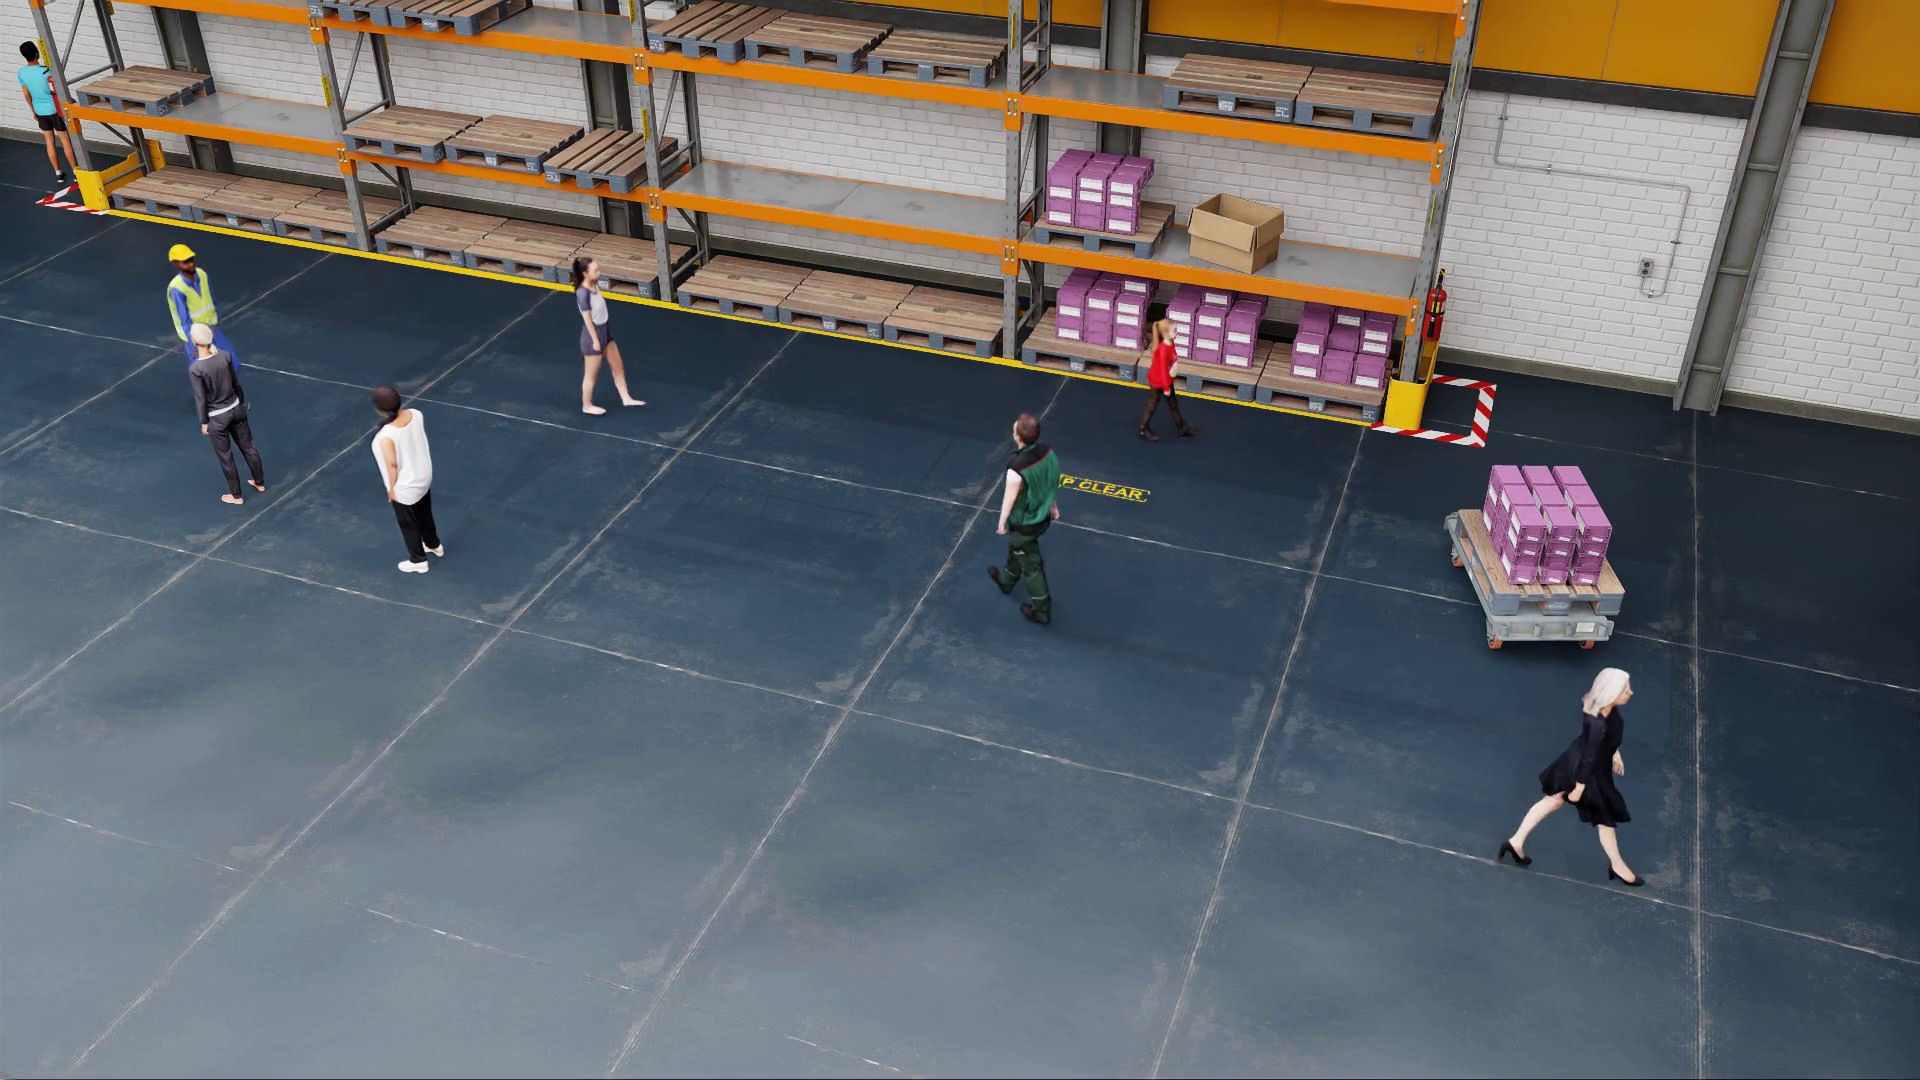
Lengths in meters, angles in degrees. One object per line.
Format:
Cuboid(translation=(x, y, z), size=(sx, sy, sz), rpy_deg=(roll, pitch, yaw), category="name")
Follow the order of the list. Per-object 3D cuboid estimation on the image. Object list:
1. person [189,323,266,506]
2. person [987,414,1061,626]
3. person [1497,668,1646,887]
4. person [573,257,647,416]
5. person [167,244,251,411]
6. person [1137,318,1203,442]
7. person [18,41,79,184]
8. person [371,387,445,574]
Cuboid(translation=(-6.460, -1.126, 14.574), size=(0.586, 1.724, 0.641), rpy_deg=(19, 38, 26), category="person")
Cuboid(translation=(0.594, -0.133, 13.001), size=(1.095, 1.812, 0.891), rpy_deg=(26, 41, 33), category="person")
Cuboid(translation=(3.913, 1.503, 10.645), size=(1.162, 1.694, 0.636), rpy_deg=(8, 35, 12), category="person")
Cuboid(translation=(-3.560, -1.930, 15.870), size=(0.884, 1.629, 0.707), rpy_deg=(4, 34, 6), category="person")
Cuboid(translation=(-7.252, -1.971, 15.776), size=(0.640, 1.801, 0.672), rpy_deg=(13, 36, 18), category="person")
Cuboid(translation=(1.832, -1.487, 15.535), size=(0.819, 1.261, 0.516), rpy_deg=(12, 36, 18), category="person")
Cuboid(translation=(-11.459, -5.381, 20.928), size=(0.602, 1.777, 0.746), rpy_deg=(-2, 34, -3), category="person")
Cuboid(translation=(-4.570, -0.520, 13.692), size=(0.585, 1.692, 0.640), rpy_deg=(11, 35, 16), category="person")
